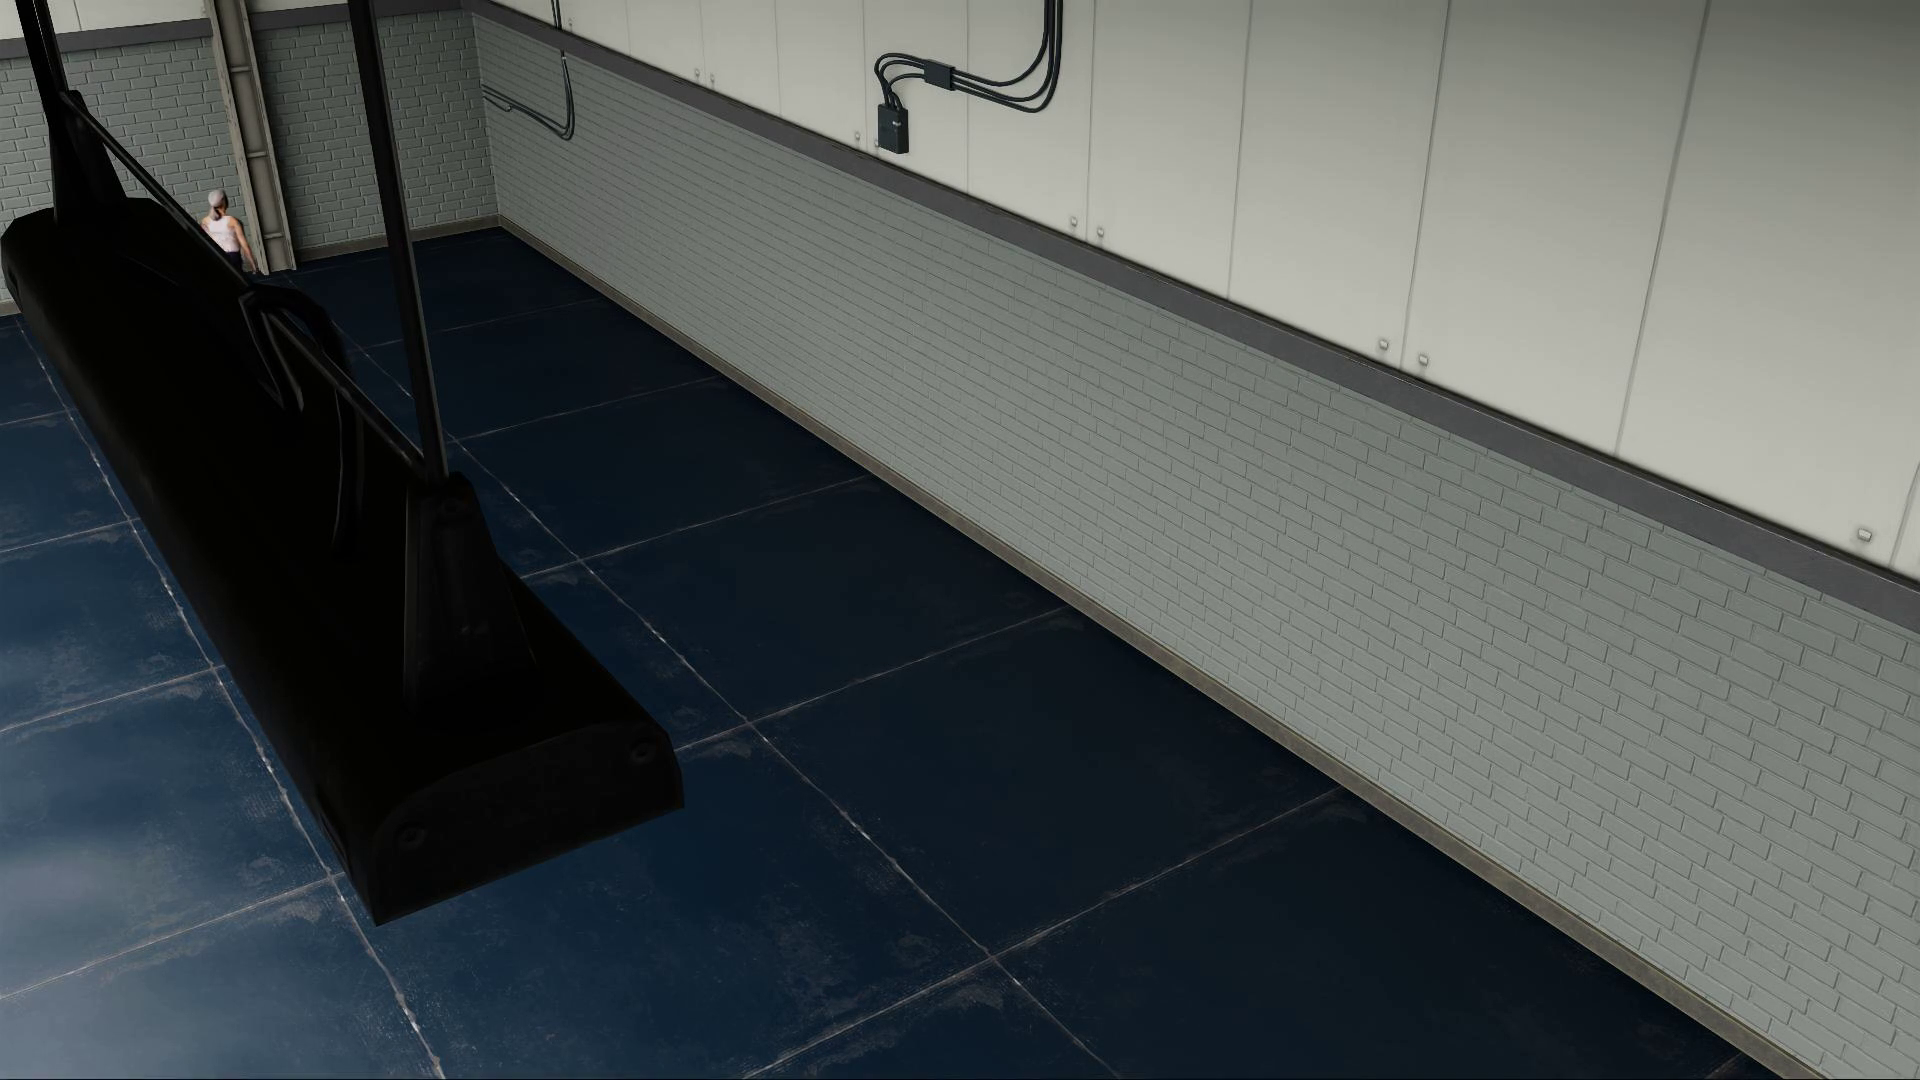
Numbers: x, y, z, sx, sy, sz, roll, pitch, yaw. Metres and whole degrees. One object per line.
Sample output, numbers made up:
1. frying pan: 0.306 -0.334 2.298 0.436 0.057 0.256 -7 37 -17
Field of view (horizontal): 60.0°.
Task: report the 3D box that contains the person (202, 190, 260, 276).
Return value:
1. person: -8.107 -2.992 18.370 0.963 1.679 1.016 4 28 7
